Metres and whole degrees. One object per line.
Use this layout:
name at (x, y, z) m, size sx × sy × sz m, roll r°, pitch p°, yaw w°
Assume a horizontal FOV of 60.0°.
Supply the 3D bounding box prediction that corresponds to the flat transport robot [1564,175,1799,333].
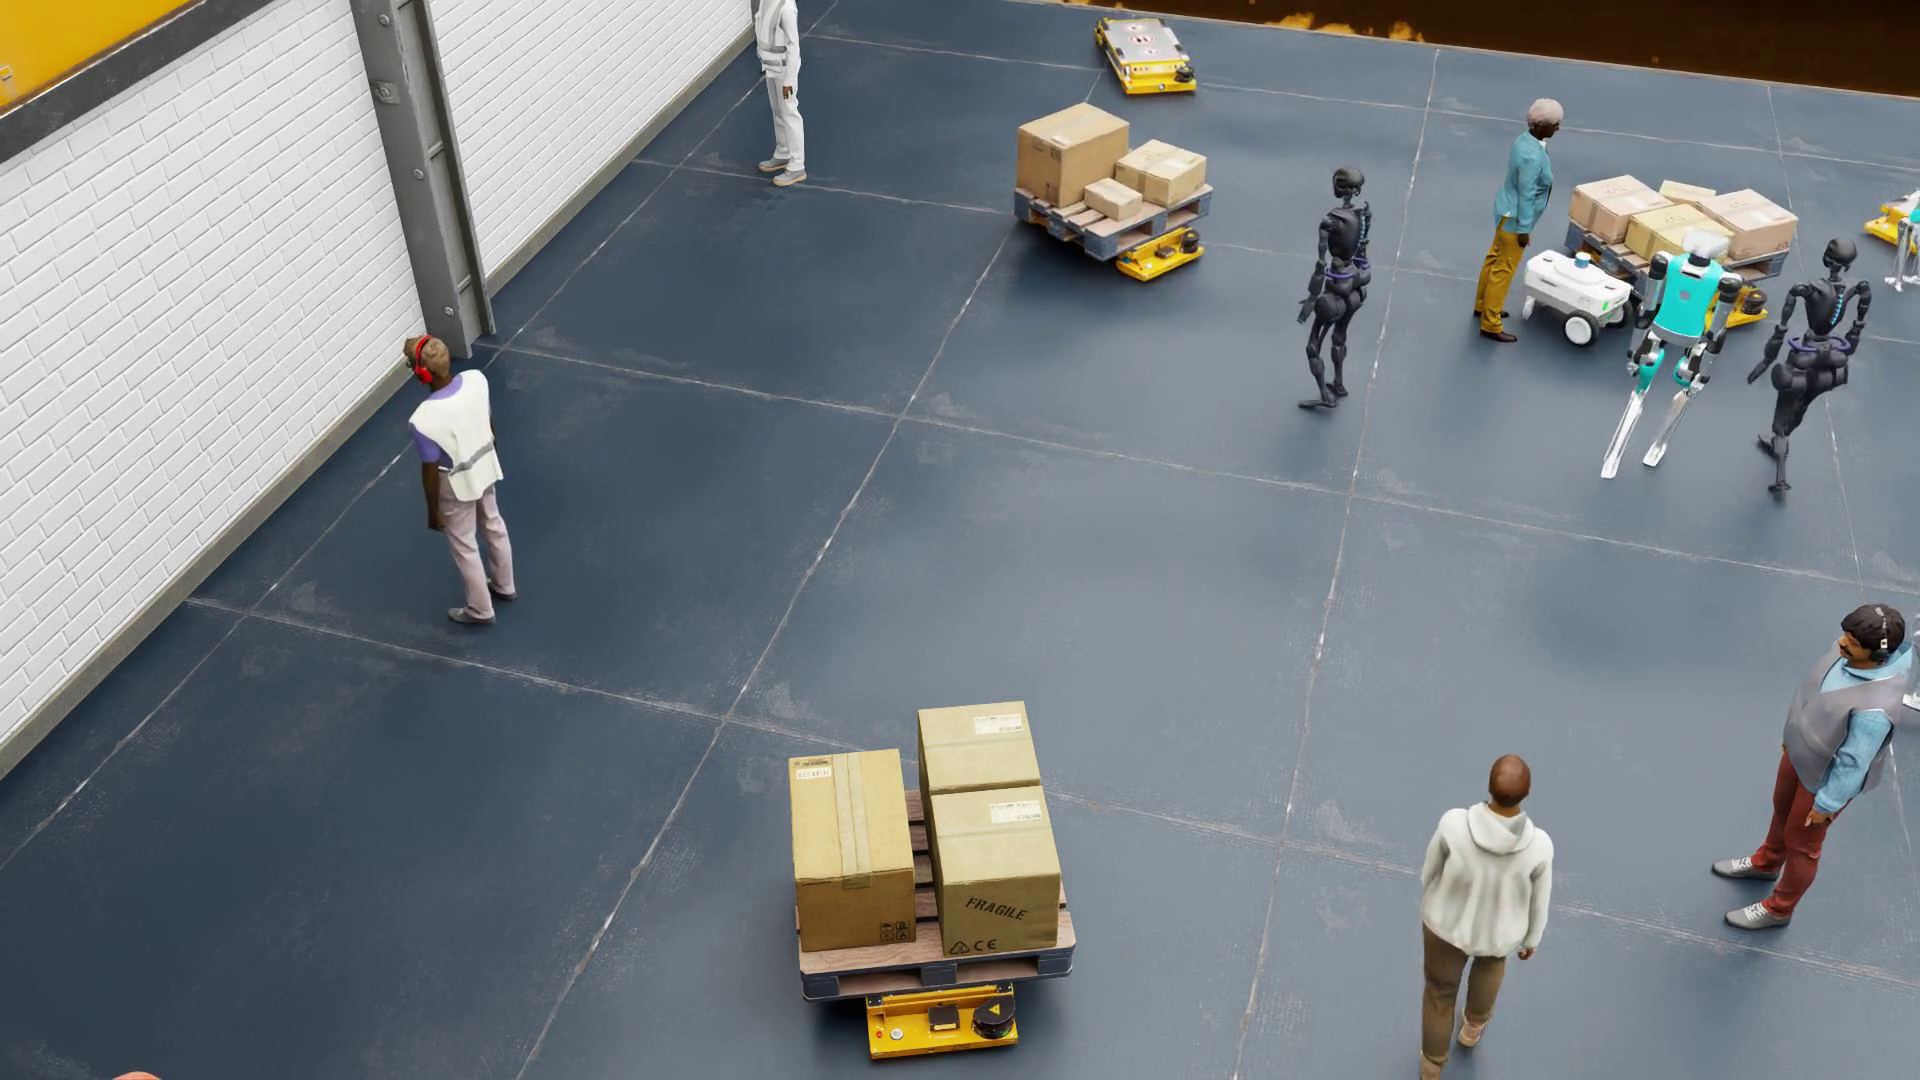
flat transport robot at (5.313, -2.010, 12.504) m, size 0.659 × 0.231 × 1.431 m, roll -14°, pitch 41°, yaw -17°

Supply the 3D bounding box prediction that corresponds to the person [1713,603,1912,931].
person at (3.871, 1.019, 7.460) m, size 0.415 × 1.873 × 0.534 m, roll 4°, pitch 39°, yaw 5°

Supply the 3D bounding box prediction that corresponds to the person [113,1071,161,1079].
person at (-2.576, 2.426, 5.657) m, size 0.373 × 1.935 × 0.549 m, roll -29°, pitch 47°, yaw -31°

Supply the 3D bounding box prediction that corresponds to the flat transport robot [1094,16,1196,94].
flat transport robot at (1.737, -4.601, 15.728) m, size 0.659 × 0.231 × 1.431 m, roll -5°, pitch 39°, yaw -7°

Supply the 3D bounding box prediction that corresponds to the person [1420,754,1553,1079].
person at (2.143, 1.538, 6.905) m, size 0.501 × 1.740 × 0.621 m, roll 9°, pitch 40°, yaw 11°

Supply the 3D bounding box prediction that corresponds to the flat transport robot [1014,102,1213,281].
flat transport robot at (1.178, -2.473, 13.081) m, size 0.659 × 0.231 × 1.431 m, roll -28°, pitch 46°, yaw -30°

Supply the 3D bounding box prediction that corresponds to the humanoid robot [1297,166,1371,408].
humanoid robot at (2.506, -1.641, 10.924) m, size 0.603 × 1.638 × 0.427 m, roll -31°, pitch 48°, yaw -33°

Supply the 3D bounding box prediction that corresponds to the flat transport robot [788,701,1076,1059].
flat transport robot at (-0.154, 1.754, 7.823) m, size 0.659 × 0.231 × 1.431 m, roll -4°, pitch 39°, yaw -5°

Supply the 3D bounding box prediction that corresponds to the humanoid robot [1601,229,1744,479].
humanoid robot at (4.483, -1.196, 10.320) m, size 0.530 × 1.773 × 0.764 m, roll 27°, pitch 46°, yaw 29°

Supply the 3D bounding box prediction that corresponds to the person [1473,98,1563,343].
person at (3.895, -2.235, 11.601) m, size 0.344 × 1.751 × 0.524 m, roll 5°, pitch 39°, yaw 6°

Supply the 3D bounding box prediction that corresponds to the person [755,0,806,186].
person at (-1.469, -3.807, 13.454) m, size 0.356 × 1.882 × 0.573 m, roll -17°, pitch 42°, yaw -20°

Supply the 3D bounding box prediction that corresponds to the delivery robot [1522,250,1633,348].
delivery robot at (4.446, -1.758, 11.977) m, size 0.518 × 0.612 × 0.784 m, roll -28°, pitch 46°, yaw -30°

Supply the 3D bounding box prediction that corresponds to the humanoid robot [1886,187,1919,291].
humanoid robot at (7.250, -2.624, 12.096) m, size 0.565 × 1.775 × 0.726 m, roll -15°, pitch 41°, yaw -18°

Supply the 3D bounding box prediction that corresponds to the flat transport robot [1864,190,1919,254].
flat transport robot at (7.931, -2.577, 13.210) m, size 1.431 × 0.231 × 0.659 m, roll -21°, pitch 43°, yaw -24°

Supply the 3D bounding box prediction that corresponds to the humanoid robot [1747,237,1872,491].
humanoid robot at (5.249, -1.067, 10.254) m, size 0.601 × 1.669 × 0.688 m, roll -1°, pitch 39°, yaw -1°

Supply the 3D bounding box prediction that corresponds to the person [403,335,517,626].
person at (-2.733, -0.309, 9.142) m, size 0.425 × 1.834 × 0.567 m, roll 16°, pitch 42°, yaw 19°

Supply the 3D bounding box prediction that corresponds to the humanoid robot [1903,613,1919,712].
humanoid robot at (5.264, 0.388, 8.349) m, size 1.039 × 1.732 × 0.556 m, roll 23°, pitch 44°, yaw 26°
